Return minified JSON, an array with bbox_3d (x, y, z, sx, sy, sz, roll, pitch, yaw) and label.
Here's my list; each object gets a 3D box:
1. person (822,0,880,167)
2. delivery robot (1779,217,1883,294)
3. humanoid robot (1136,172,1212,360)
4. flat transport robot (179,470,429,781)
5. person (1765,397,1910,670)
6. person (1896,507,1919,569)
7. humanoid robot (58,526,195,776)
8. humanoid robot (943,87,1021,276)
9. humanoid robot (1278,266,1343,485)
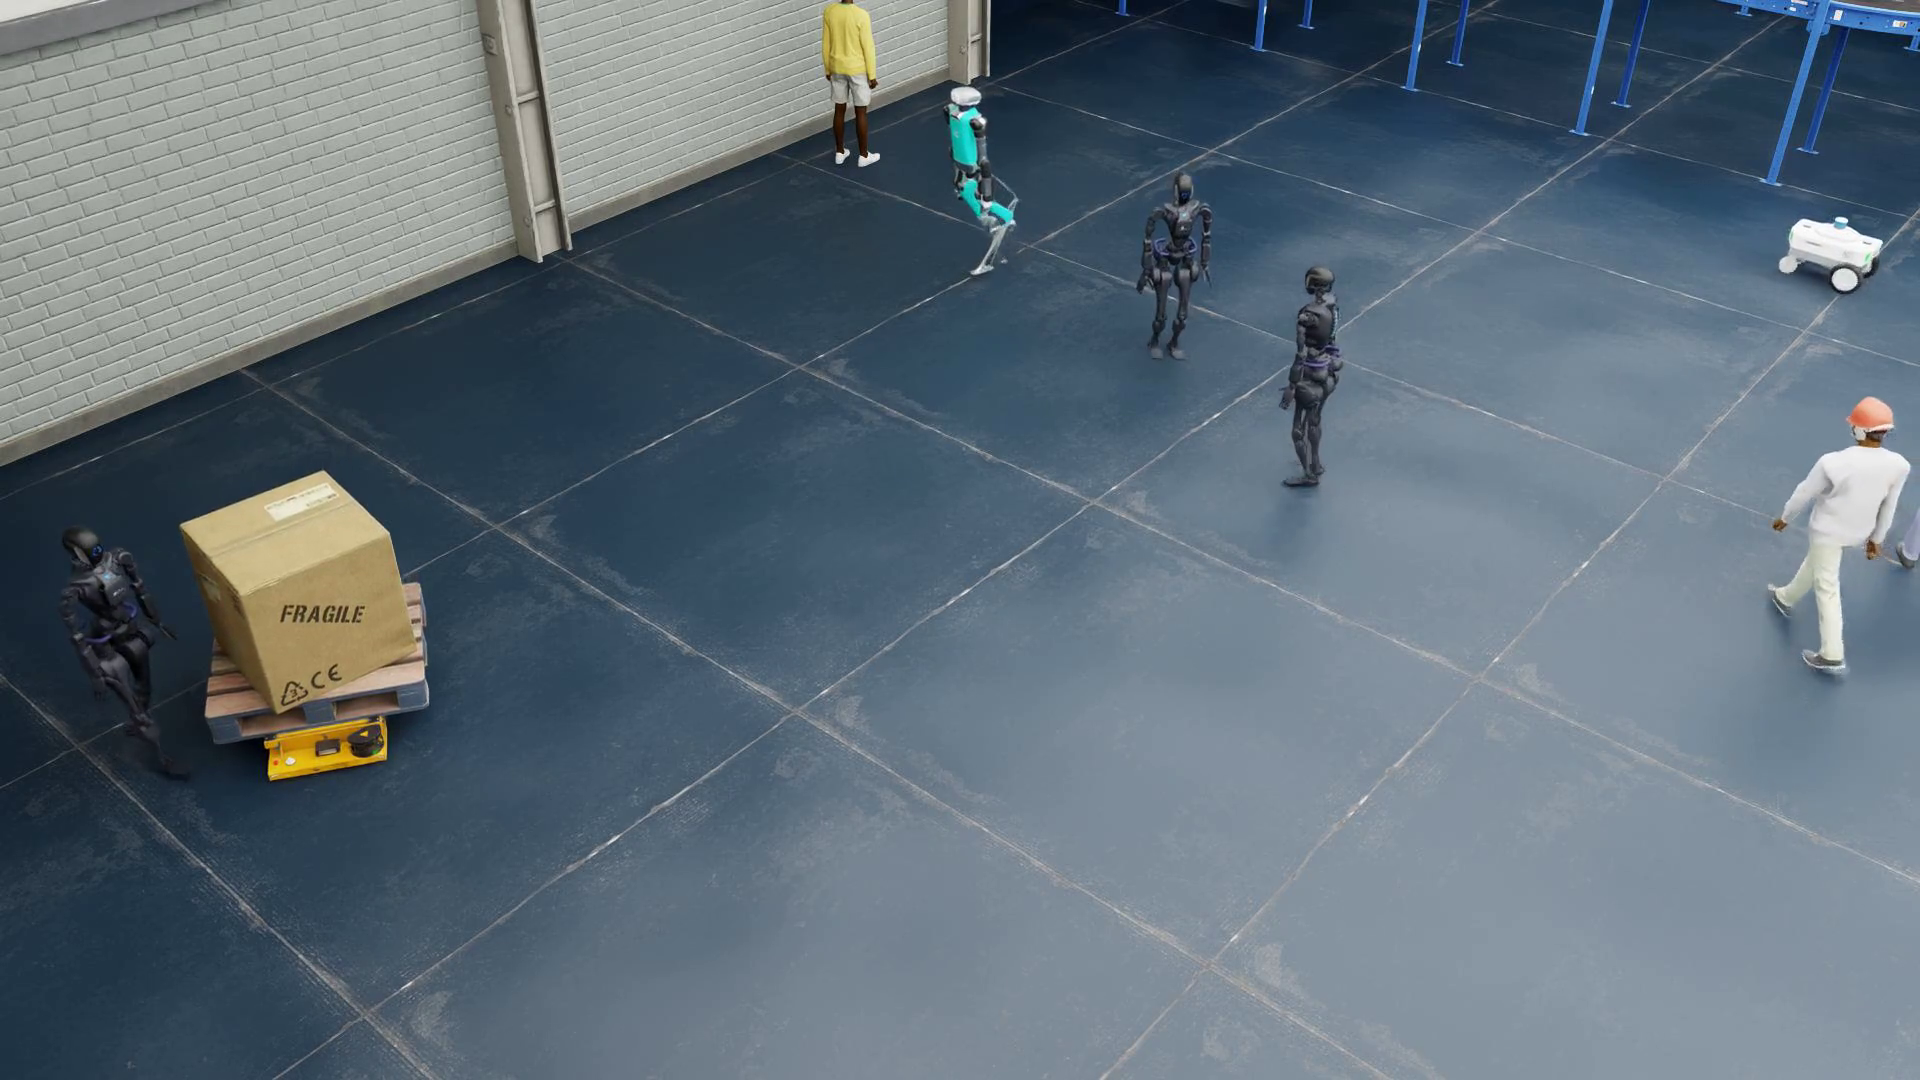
[{"bbox_3d":[-1.093,-4.654,16.518,0.559,1.898,0.364,13,38,18],"label":"person"},{"bbox_3d":[7.743,-2.547,14.735,0.815,0.614,0.499,28,44,33],"label":"delivery robot"},{"bbox_3d":[1.715,-2.176,13.242,0.612,1.642,0.371,-7,36,-10],"label":"humanoid robot"},{"bbox_3d":[-3.849,0.882,10.149,0.659,0.231,1.431,-9,37,-13],"label":"flat transport robot"},{"bbox_3d":[5.427,-0.063,10.247,0.567,1.697,0.934,-5,36,-7],"label":"person"},{"bbox_3d":[6.601,-0.573,10.833,0.564,1.845,0.388,16,38,21],"label":"person"},{"bbox_3d":[-4.696,0.590,9.377,0.633,1.646,0.588,11,37,15],"label":"humanoid robot"},{"bbox_3d":[0.261,-3.063,14.514,0.760,1.894,0.544,-22,41,-28],"label":"humanoid robot"},{"bbox_3d":[2.536,-1.177,11.831,0.363,1.641,0.592,26,43,32],"label":"humanoid robot"}]
